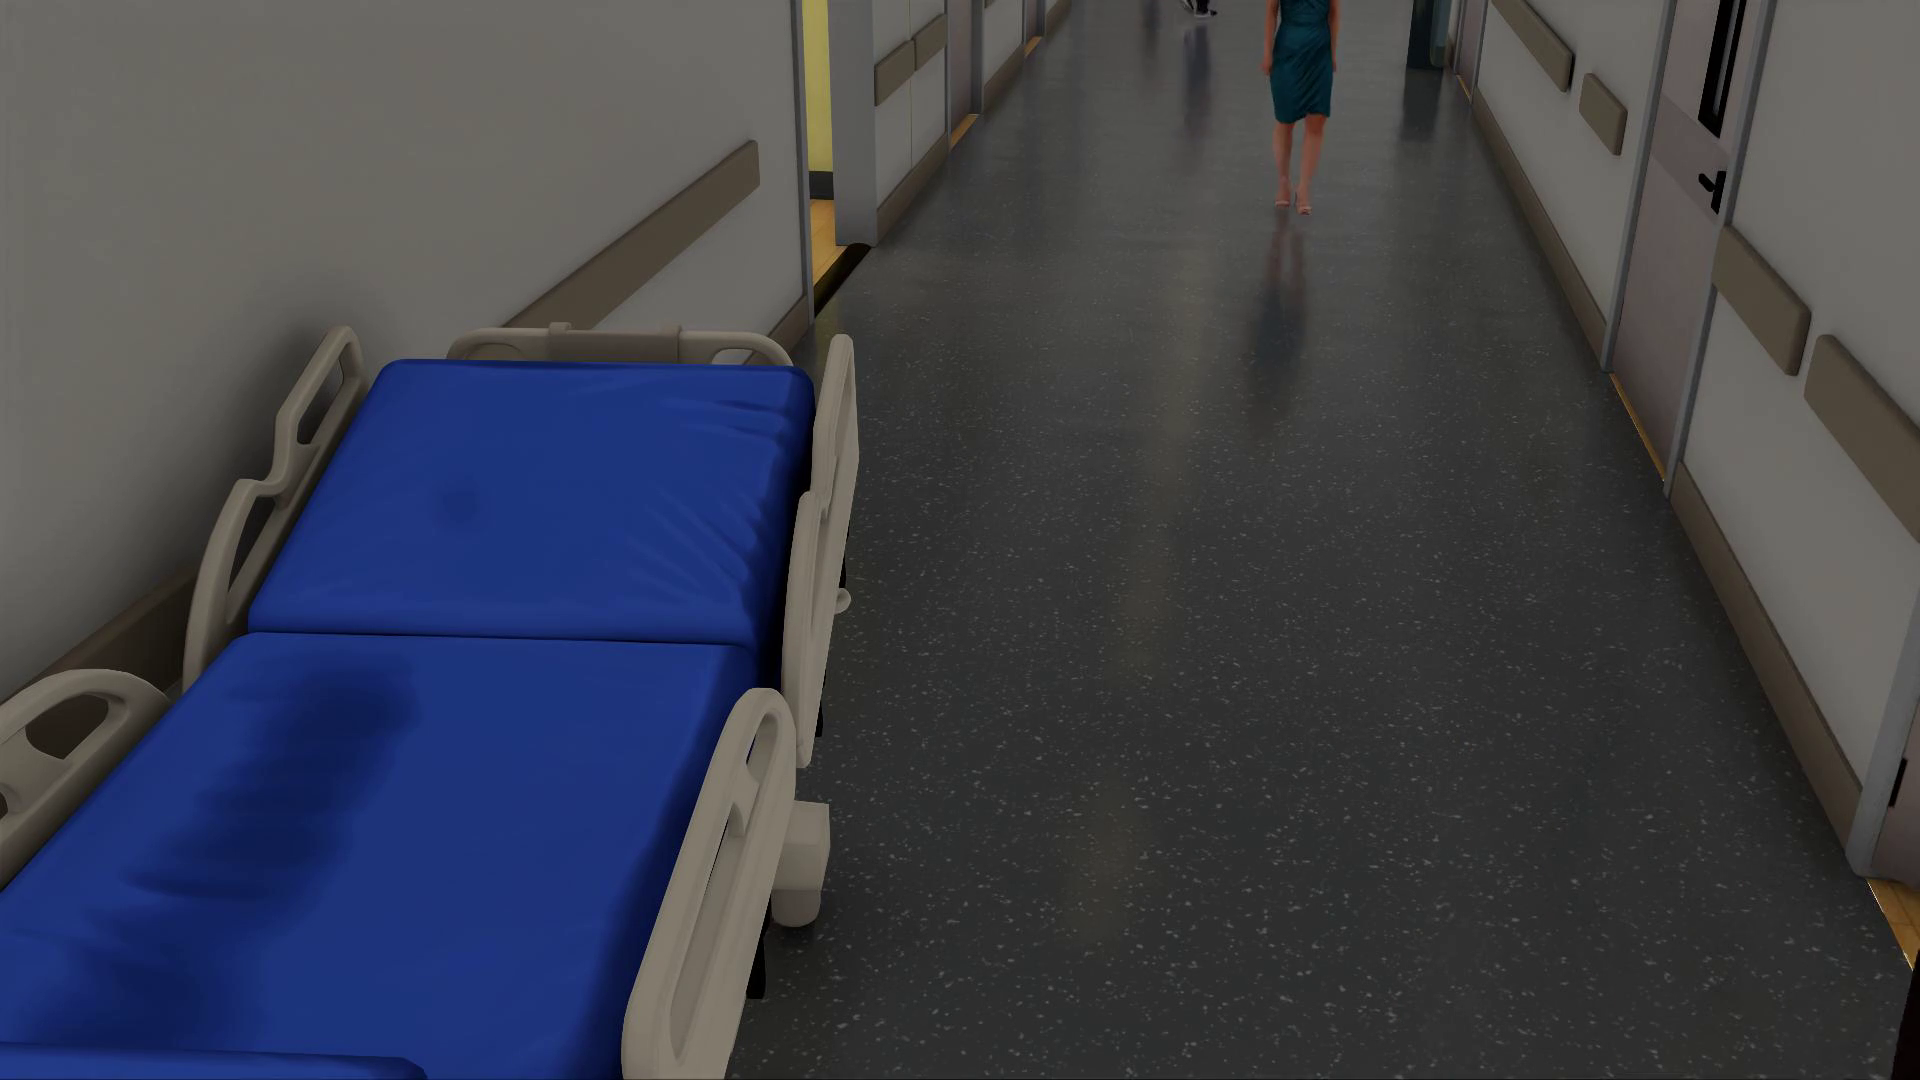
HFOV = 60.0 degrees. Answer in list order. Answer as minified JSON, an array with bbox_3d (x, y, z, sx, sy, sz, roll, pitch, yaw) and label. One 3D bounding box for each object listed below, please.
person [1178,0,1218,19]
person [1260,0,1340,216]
[{"bbox_3d":[2.274,-5.687,15.576,0.785,1.544,0.726,-18,31,-33],"label":"person"},{"bbox_3d":[1.859,-2.644,9.123,0.651,1.668,0.676,2,26,3],"label":"person"}]
